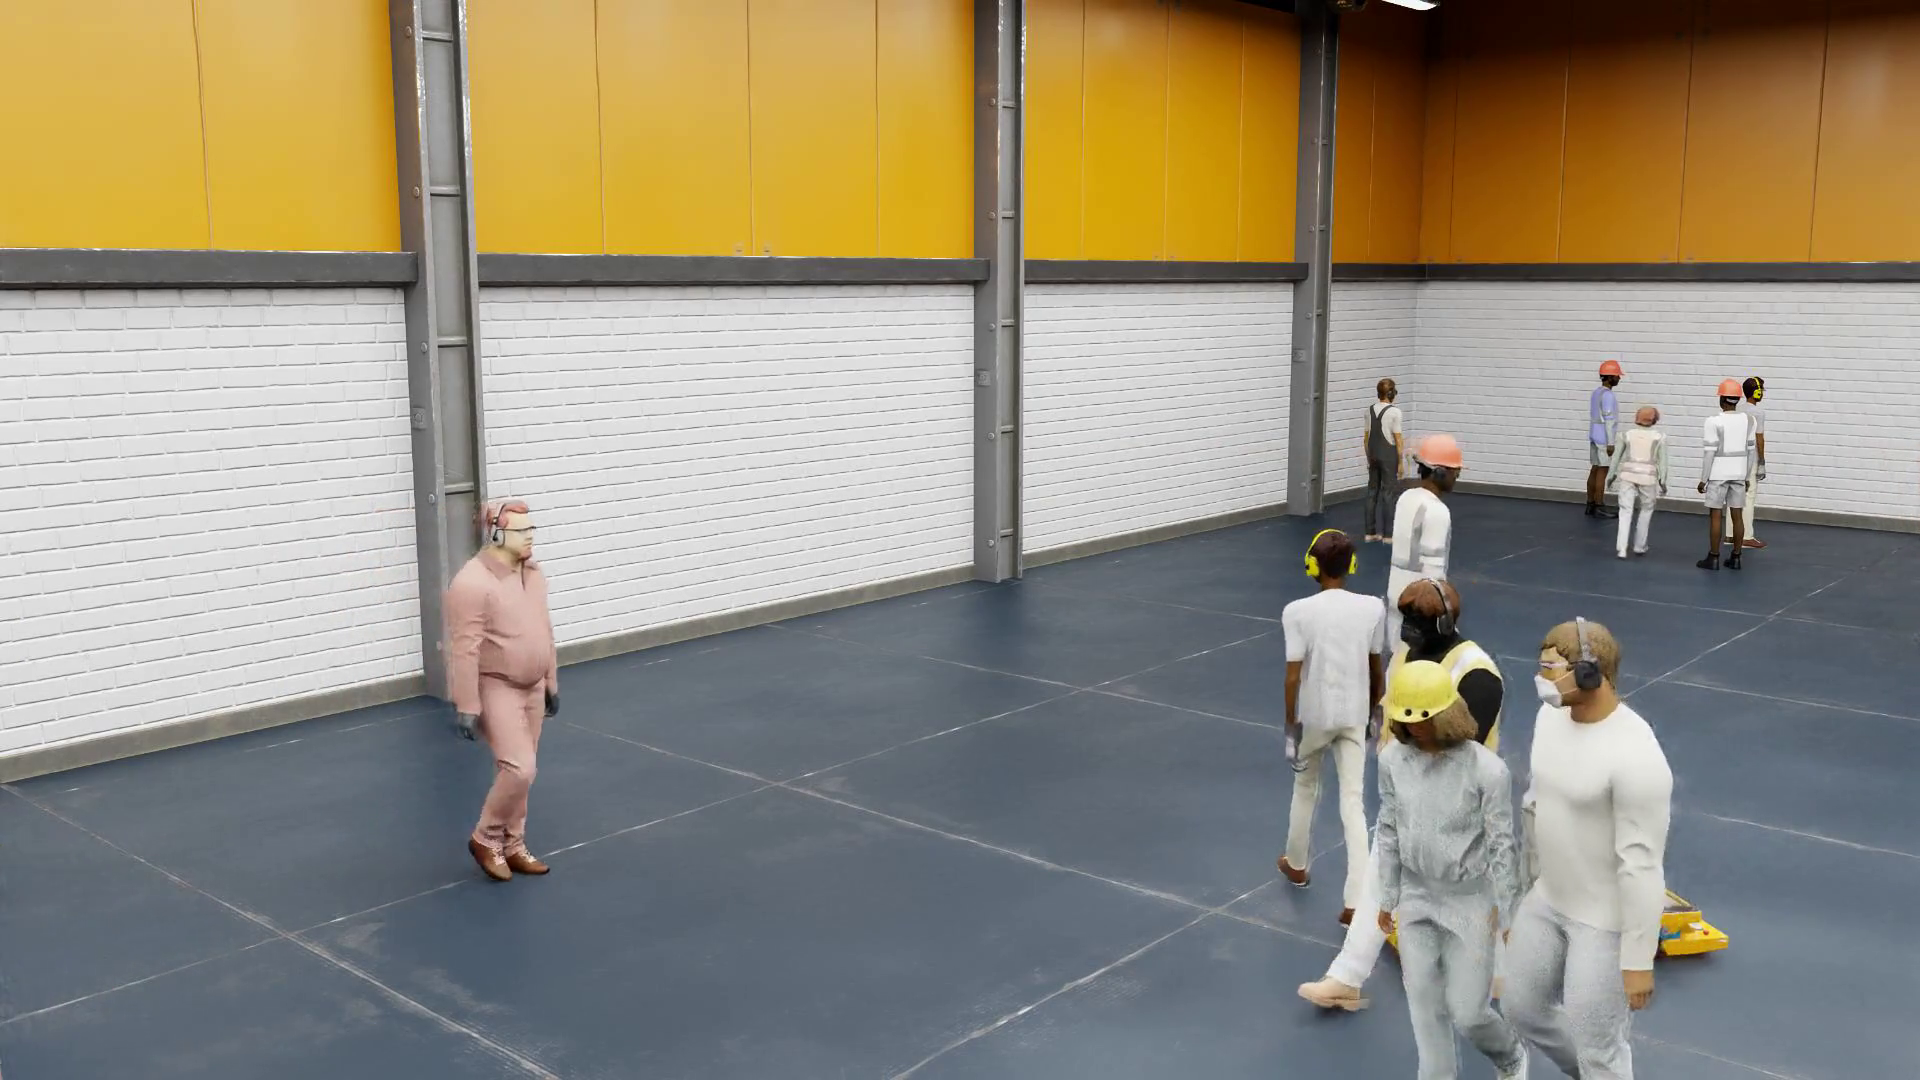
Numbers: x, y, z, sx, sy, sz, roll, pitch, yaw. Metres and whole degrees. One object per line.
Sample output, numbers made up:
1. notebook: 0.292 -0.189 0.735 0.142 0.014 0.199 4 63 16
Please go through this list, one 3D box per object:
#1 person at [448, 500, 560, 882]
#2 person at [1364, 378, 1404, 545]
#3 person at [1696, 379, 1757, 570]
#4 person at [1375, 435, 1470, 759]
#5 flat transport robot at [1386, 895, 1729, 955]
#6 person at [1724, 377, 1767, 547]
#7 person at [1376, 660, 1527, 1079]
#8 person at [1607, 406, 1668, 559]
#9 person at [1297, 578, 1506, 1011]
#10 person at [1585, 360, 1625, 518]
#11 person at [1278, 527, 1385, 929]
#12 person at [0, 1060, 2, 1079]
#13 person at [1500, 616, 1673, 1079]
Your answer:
1. person: -2.185 0.744 8.131 0.436 1.891 0.680 3 10 21
2. person: 4.698 -0.867 18.417 0.345 1.846 0.508 -7 11 -37
3. person: 7.727 -0.657 16.800 0.542 1.939 0.362 -1 9 -5
4. person: 2.857 0.370 10.116 0.659 2.021 0.632 -2 9 -10
5. flat transport robot: 2.594 1.666 7.438 1.431 0.197 0.652 -1 9 -9
6. person: 8.649 -0.852 18.245 0.329 1.872 0.508 -3 9 -18
7. person: 1.666 1.230 5.653 0.547 1.707 0.536 -8 12 -41
8. person: 7.141 -0.611 17.524 0.635 1.596 0.772 6 11 33
9. person: 1.865 1.036 6.651 0.943 1.788 0.617 -4 10 -24
10. person: 7.935 -1.239 20.455 0.362 1.939 0.542 0 9 2
11. person: 1.740 0.849 7.754 0.515 1.823 0.993 0 9 0
12. person: -2.289 1.520 3.720 0.355 1.754 0.533 -3 10 -19
13. person: 2.023 1.191 5.257 0.477 1.924 0.698 -2 9 -11
